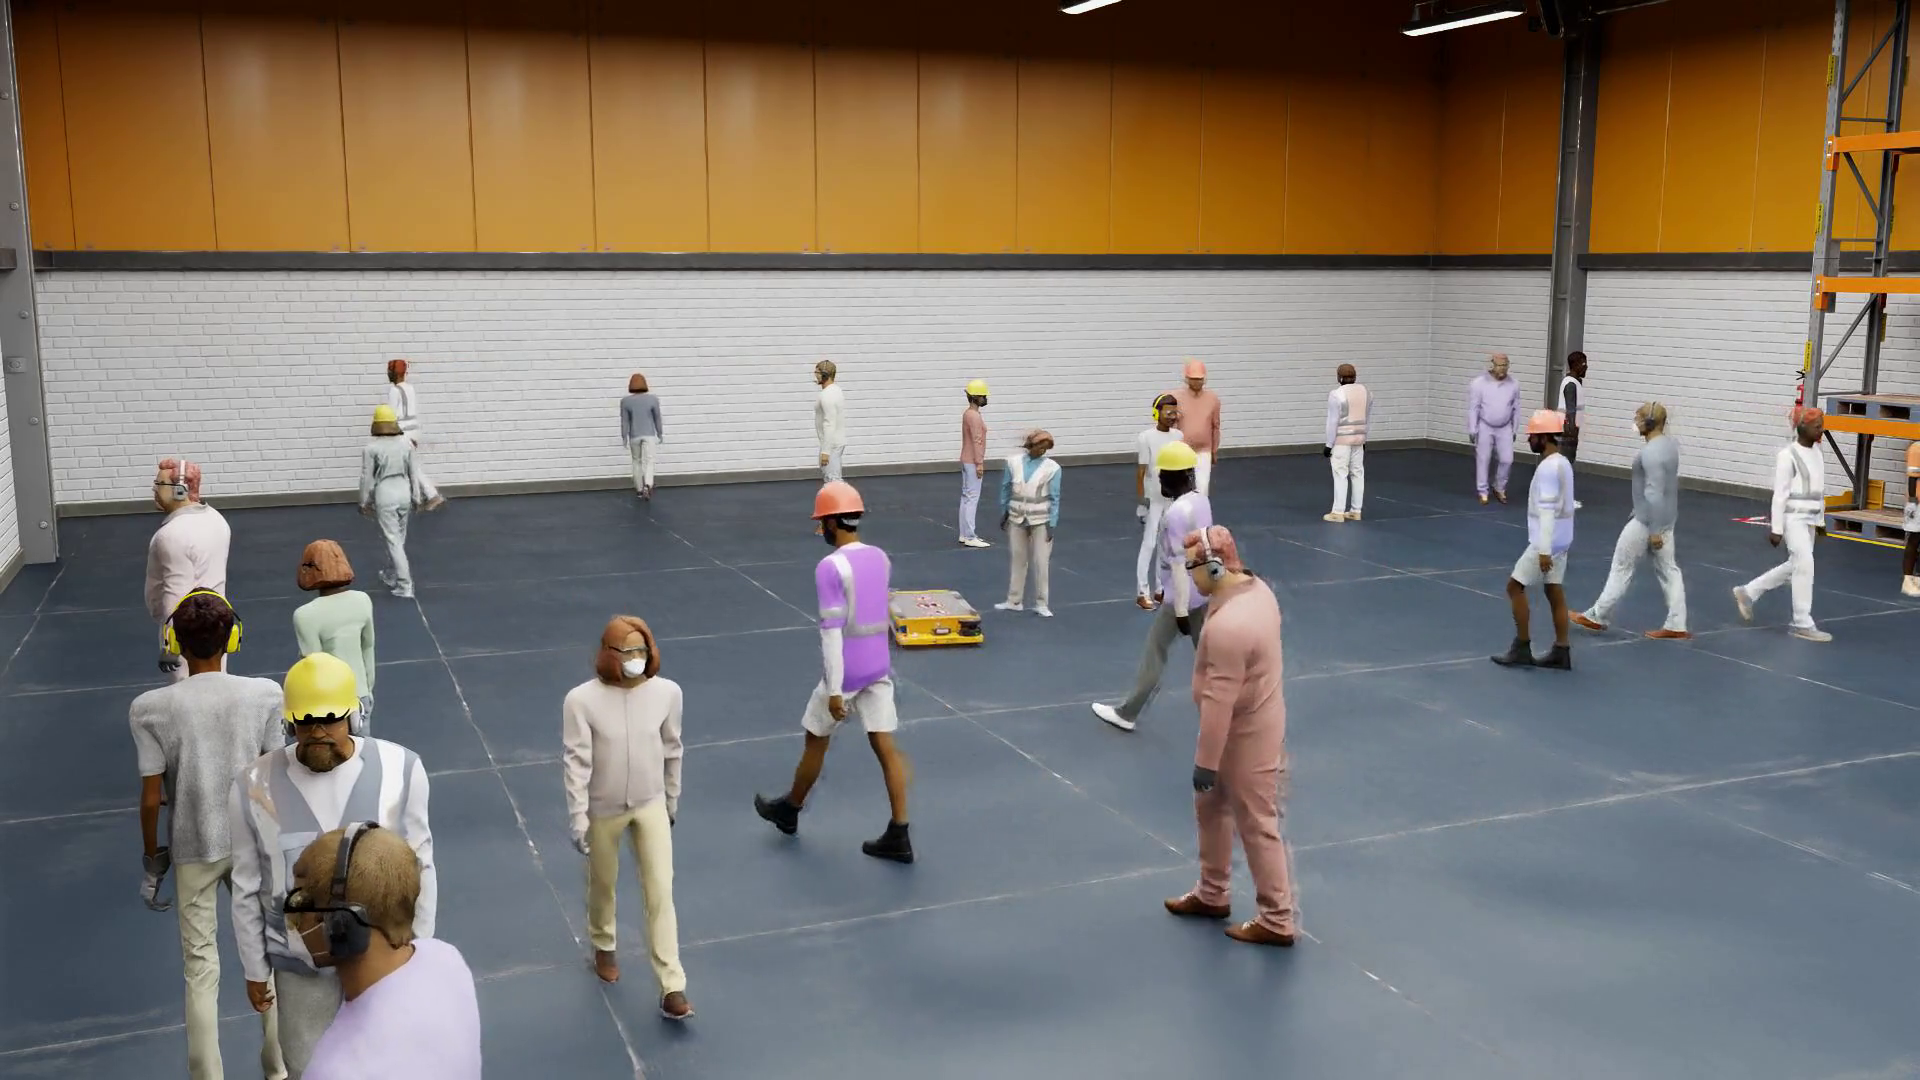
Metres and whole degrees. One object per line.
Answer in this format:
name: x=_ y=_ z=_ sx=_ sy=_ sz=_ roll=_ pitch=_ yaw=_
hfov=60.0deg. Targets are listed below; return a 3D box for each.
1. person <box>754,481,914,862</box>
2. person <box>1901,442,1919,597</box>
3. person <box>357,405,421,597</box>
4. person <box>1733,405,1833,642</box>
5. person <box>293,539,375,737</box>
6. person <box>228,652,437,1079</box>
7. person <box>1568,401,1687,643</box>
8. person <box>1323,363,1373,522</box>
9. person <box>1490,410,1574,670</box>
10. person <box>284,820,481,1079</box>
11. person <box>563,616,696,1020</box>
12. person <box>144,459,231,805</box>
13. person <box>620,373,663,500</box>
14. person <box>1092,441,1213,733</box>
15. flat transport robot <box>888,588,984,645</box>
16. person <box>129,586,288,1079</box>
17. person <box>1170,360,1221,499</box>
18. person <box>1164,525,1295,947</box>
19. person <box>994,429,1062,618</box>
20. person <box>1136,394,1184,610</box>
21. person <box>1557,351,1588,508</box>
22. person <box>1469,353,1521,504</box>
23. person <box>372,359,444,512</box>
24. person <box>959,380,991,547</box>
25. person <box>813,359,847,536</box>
person: x=-0.602 y=0.644 z=8.420 sx=1.020 sy=1.872 sz=0.544 roll=8 pitch=12 yaw=39
person: x=8.720 y=-0.337 z=14.965 sx=0.565 sy=1.698 sz=0.414 roll=-3 pitch=10 yaw=-19
person: x=-5.192 y=-0.364 z=15.044 sx=0.866 sy=1.702 sz=0.506 roll=9 pitch=13 yaw=42
person: x=6.635 y=-0.155 z=13.322 sx=0.573 sy=1.864 sz=0.781 roll=-8 pitch=12 yaw=-39
person: x=-3.067 y=0.807 z=8.182 sx=0.266 sy=1.631 sz=0.507 roll=4 pitch=10 yaw=21
person: x=-1.896 y=1.228 z=5.074 sx=0.586 sy=1.824 sz=0.404 roll=-3 pitch=10 yaw=-20
person: x=5.342 y=-0.150 z=13.182 sx=0.988 sy=1.894 sz=0.642 roll=7 pitch=12 yaw=37
person: x=4.468 y=-1.125 z=19.280 sx=0.619 sy=1.839 sz=0.430 roll=-5 pitch=11 yaw=-28
person: x=4.212 y=0.001 z=12.211 sx=0.702 sy=1.910 sz=0.586 roll=6 pitch=11 yaw=32
person: x=-1.080 y=1.475 z=3.212 sx=0.353 sy=1.937 sz=0.635 roll=-1 pitch=9 yaw=-5
person: x=-1.327 y=1.085 z=6.642 sx=0.504 sy=1.587 sz=0.868 roll=-4 pitch=10 yaw=-24
person: x=-4.270 y=0.500 z=9.200 sx=0.410 sy=1.912 sz=0.651 roll=0 pitch=9 yaw=-2
person: x=-4.041 y=-1.312 z=21.080 sx=0.522 sy=1.610 sz=0.706 roll=0 pitch=9 yaw=-1
person: x=1.339 y=0.323 z=10.386 sx=1.005 sy=1.876 sz=0.609 roll=5 pitch=11 yaw=29
flat transport robot: x=-0.260 y=0.607 z=13.514 sx=0.652 sy=0.197 sz=1.431 roll=-2 pitch=9 yaw=-10
person: x=-2.573 y=1.087 z=5.773 sx=0.515 sy=1.872 sz=0.328 roll=-6 pitch=11 yaw=-33
person: x=2.537 y=-1.010 z=18.268 sx=0.635 sy=1.949 sz=1.017 roll=0 pitch=9 yaw=-2
person: x=1.140 y=0.853 z=7.223 sx=0.751 sy=1.859 sz=0.711 roll=3 pitch=10 yaw=17
person: x=0.538 y=-0.148 z=14.046 sx=0.659 sy=1.608 sz=0.329 roll=5 pitch=11 yaw=27
person: x=1.744 y=-0.332 z=14.386 sx=0.534 sy=1.864 sz=0.309 roll=-7 pitch=12 yaw=-36
person: x=7.497 y=-1.358 z=20.438 sx=0.379 sy=1.918 sz=0.597 roll=3 pitch=10 yaw=19
person: x=6.616 y=-1.367 z=20.601 sx=0.653 sy=1.887 sz=0.497 roll=1 pitch=9 yaw=4
person: x=-6.676 y=-1.255 z=20.023 sx=0.932 sy=1.852 sz=0.583 roll=0 pitch=9 yaw=3
person: x=0.168 y=-0.810 z=17.585 sx=0.327 sy=1.767 sz=0.533 roll=-2 pitch=10 yaw=-12
person: x=-1.433 y=-1.007 z=18.254 sx=0.376 sy=1.940 sz=0.627 roll=1 pitch=9 yaw=4
